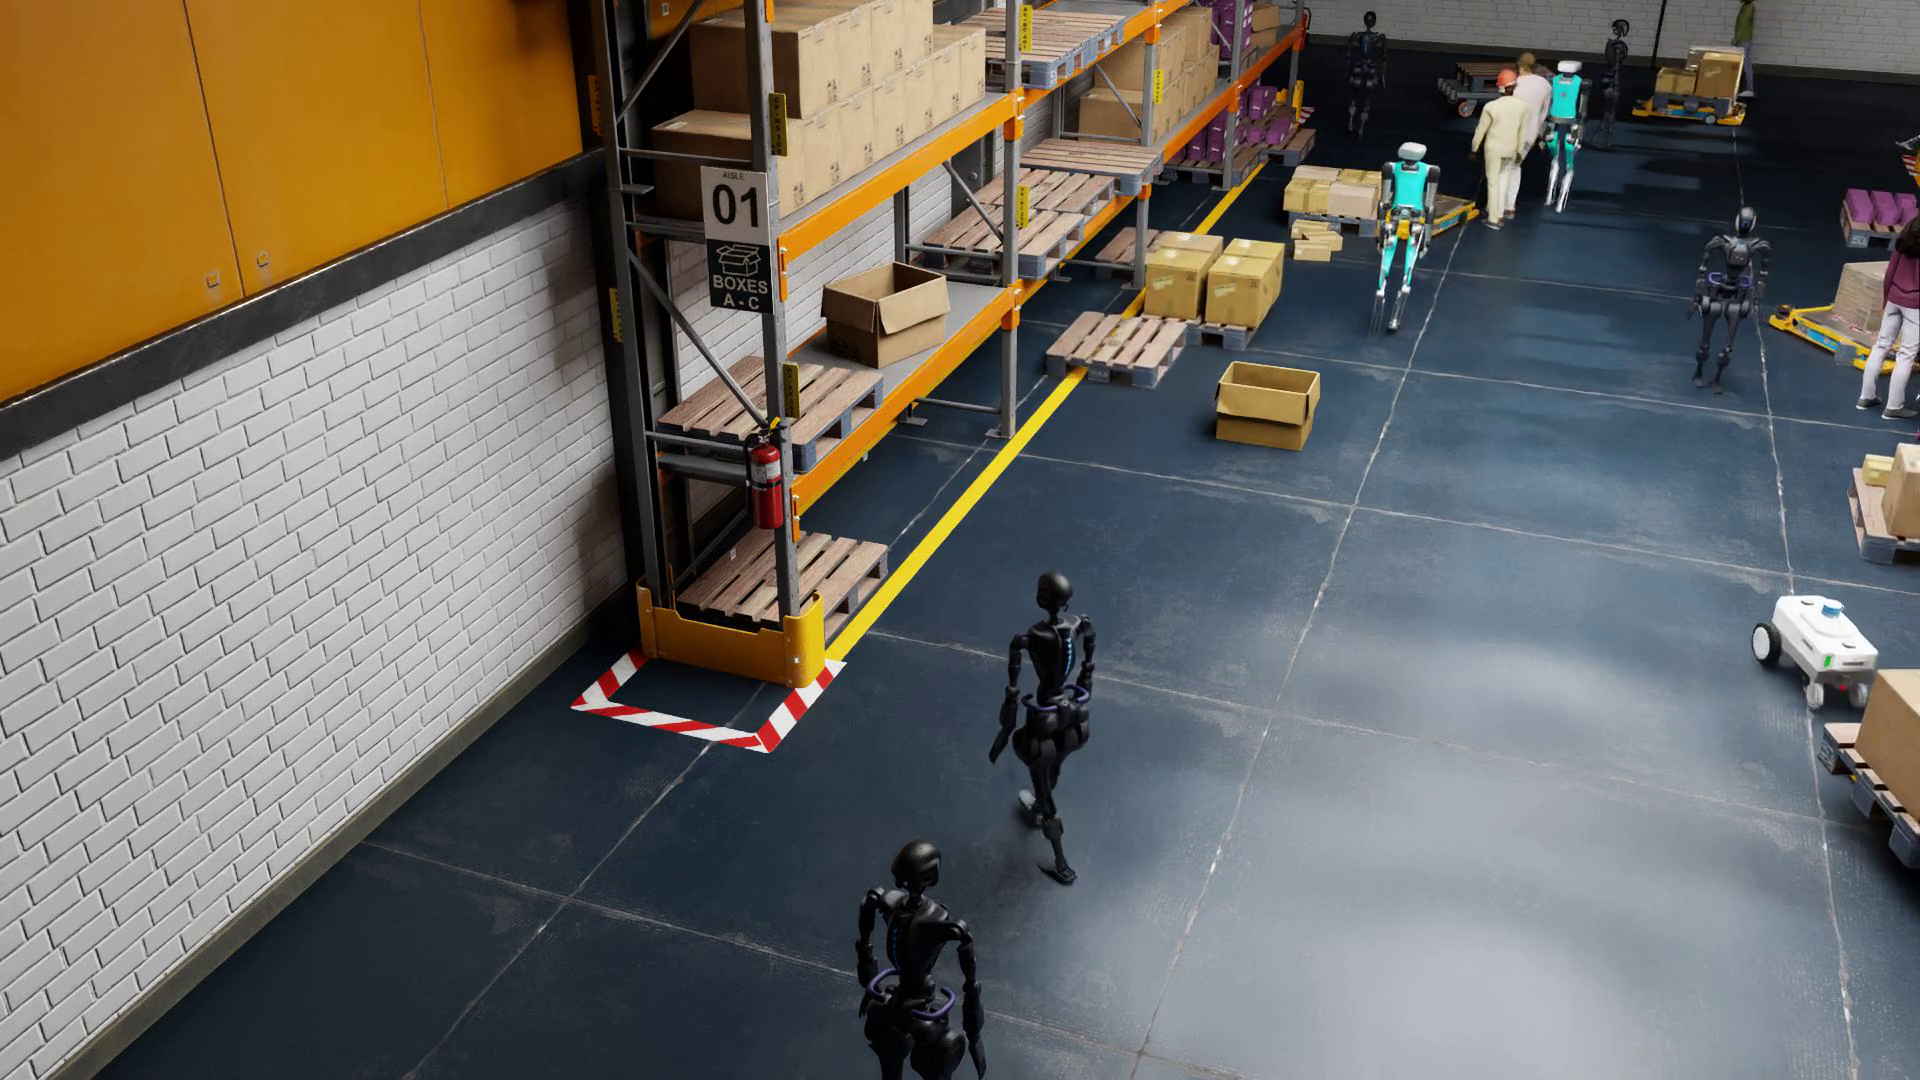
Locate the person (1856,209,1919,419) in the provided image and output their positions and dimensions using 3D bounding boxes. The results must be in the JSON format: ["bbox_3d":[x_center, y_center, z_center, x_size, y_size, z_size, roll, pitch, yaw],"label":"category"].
[{"bbox_3d":[7.831,-1.955,13.710,0.424,1.950,0.491,-11,29,-21],"label":"person"}]

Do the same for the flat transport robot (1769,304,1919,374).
[{"bbox_3d":[8.260,-1.876,15.390,0.659,0.231,1.431,-7,28,-13],"label":"flat transport robot"}]

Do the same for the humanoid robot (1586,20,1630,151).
[{"bbox_3d":[8.559,-5.952,21.767,0.385,1.664,0.600,6,28,12],"label":"humanoid robot"}]

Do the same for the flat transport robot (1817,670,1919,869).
[{"bbox_3d":[5.332,1.518,8.806,0.659,0.231,1.431,0,27,0],"label":"flat transport robot"}]

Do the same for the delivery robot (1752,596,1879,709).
[{"bbox_3d":[5.274,0.645,10.192,0.499,0.598,0.802,-1,27,-1],"label":"delivery robot"}]

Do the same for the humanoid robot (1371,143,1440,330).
[{"bbox_3d":[4.083,-2.704,15.469,0.537,1.849,0.743,10,29,19],"label":"humanoid robot"}]

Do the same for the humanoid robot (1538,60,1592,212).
[{"bbox_3d":[6.995,-4.674,19.248,0.528,1.807,0.746,16,32,29],"label":"humanoid robot"}]

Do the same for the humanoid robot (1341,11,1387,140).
[{"bbox_3d":[5.434,-6.256,22.352,0.601,1.644,0.463,10,29,19],"label":"humanoid robot"}]

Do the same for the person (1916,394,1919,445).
[{"bbox_3d":[7.409,-1.054,12.321,0.522,1.607,0.488,23,35,37],"label":"person"}]

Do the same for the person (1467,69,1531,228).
[{"bbox_3d":[6.015,-4.428,18.745,0.575,1.726,0.716,-8,28,-14],"label":"person"}]

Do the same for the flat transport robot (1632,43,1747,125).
[{"bbox_3d":[10.346,-6.103,23.588,1.431,0.231,0.659,13,30,24],"label":"flat transport robot"}]

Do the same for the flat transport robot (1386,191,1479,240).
[{"bbox_3d":[5.282,-3.671,18.872,0.659,0.231,1.431,21,34,35],"label":"flat transport robot"}]

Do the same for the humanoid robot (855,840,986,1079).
[{"bbox_3d":[-0.176,1.881,6.549,0.599,1.657,0.315,16,31,28],"label":"humanoid robot"}]

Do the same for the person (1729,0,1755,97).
[{"bbox_3d":[11.493,-7.386,24.633,0.854,1.587,0.517,5,28,10],"label":"person"}]

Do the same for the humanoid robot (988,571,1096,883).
[{"bbox_3d":[0.416,0.908,8.481,0.616,1.632,0.728,-16,31,-29],"label":"humanoid robot"}]

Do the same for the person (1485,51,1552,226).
[{"bbox_3d":[6.294,-4.529,18.765,0.669,1.900,0.442,-10,29,-18],"label":"person"}]

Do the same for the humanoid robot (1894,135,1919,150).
[{"bbox_3d":[12.690,-5.791,21.353,0.985,1.727,0.562,17,32,29],"label":"humanoid robot"}]

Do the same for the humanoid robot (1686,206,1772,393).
[{"bbox_3d":[6.564,-2.061,14.227,0.591,1.644,0.356,7,28,13],"label":"humanoid robot"}]
